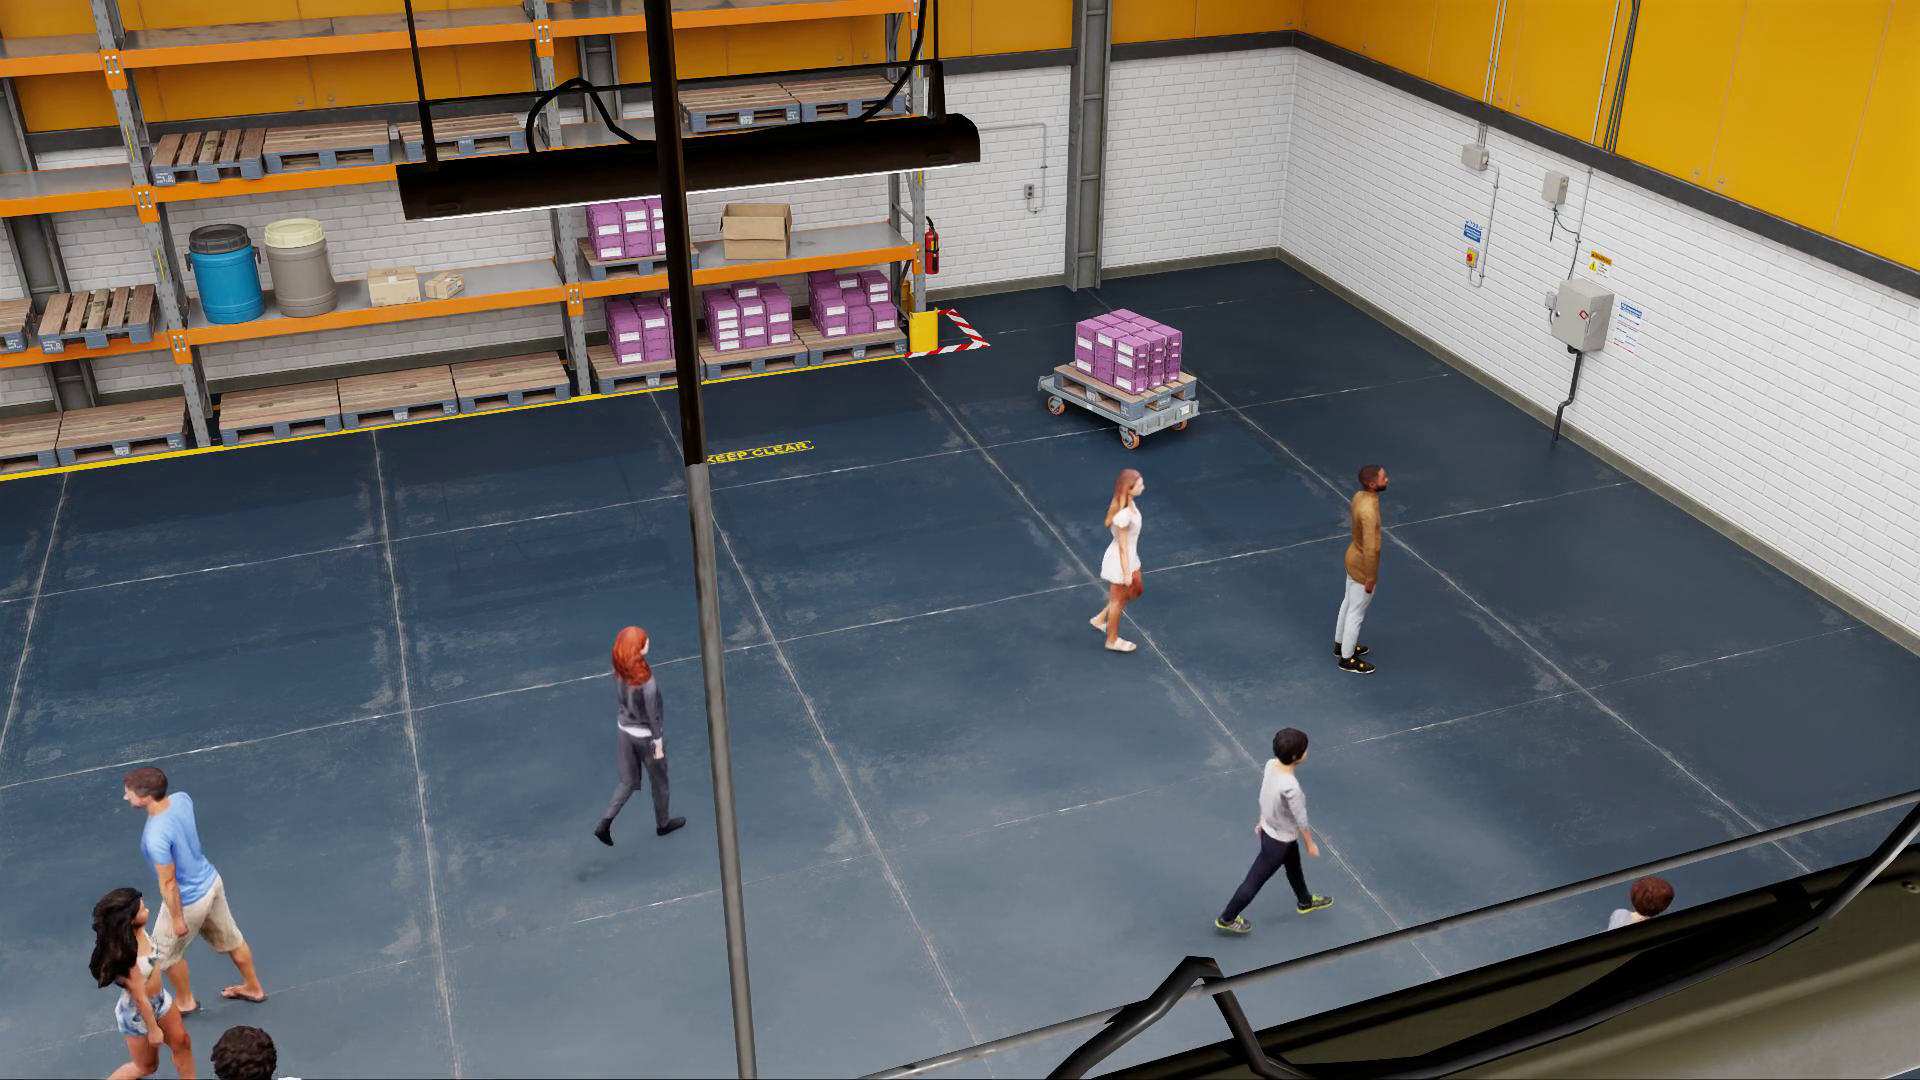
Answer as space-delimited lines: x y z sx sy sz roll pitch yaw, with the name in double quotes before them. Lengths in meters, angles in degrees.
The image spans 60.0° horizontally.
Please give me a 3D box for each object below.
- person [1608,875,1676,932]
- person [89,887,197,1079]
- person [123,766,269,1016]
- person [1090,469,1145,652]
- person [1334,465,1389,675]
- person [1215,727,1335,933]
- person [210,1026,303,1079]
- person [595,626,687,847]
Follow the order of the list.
"person" 3.656 2.589 9.294 0.789 1.644 0.580 -10 30 -17
"person" -4.600 2.655 9.239 0.976 1.581 0.640 -5 29 -10
"person" -4.518 2.121 9.944 1.031 1.844 0.903 2 29 3
"person" 1.247 0.168 13.691 0.789 1.684 0.727 6 29 11
"person" 3.248 0.211 13.474 0.674 1.817 0.701 1 29 1
"person" 1.965 1.912 10.676 1.099 1.509 0.700 -4 29 -7
"person" -3.264 3.178 8.085 1.142 1.769 0.986 -22 36 -35
"person" -2.251 1.386 11.380 0.878 1.759 1.031 21 35 34
